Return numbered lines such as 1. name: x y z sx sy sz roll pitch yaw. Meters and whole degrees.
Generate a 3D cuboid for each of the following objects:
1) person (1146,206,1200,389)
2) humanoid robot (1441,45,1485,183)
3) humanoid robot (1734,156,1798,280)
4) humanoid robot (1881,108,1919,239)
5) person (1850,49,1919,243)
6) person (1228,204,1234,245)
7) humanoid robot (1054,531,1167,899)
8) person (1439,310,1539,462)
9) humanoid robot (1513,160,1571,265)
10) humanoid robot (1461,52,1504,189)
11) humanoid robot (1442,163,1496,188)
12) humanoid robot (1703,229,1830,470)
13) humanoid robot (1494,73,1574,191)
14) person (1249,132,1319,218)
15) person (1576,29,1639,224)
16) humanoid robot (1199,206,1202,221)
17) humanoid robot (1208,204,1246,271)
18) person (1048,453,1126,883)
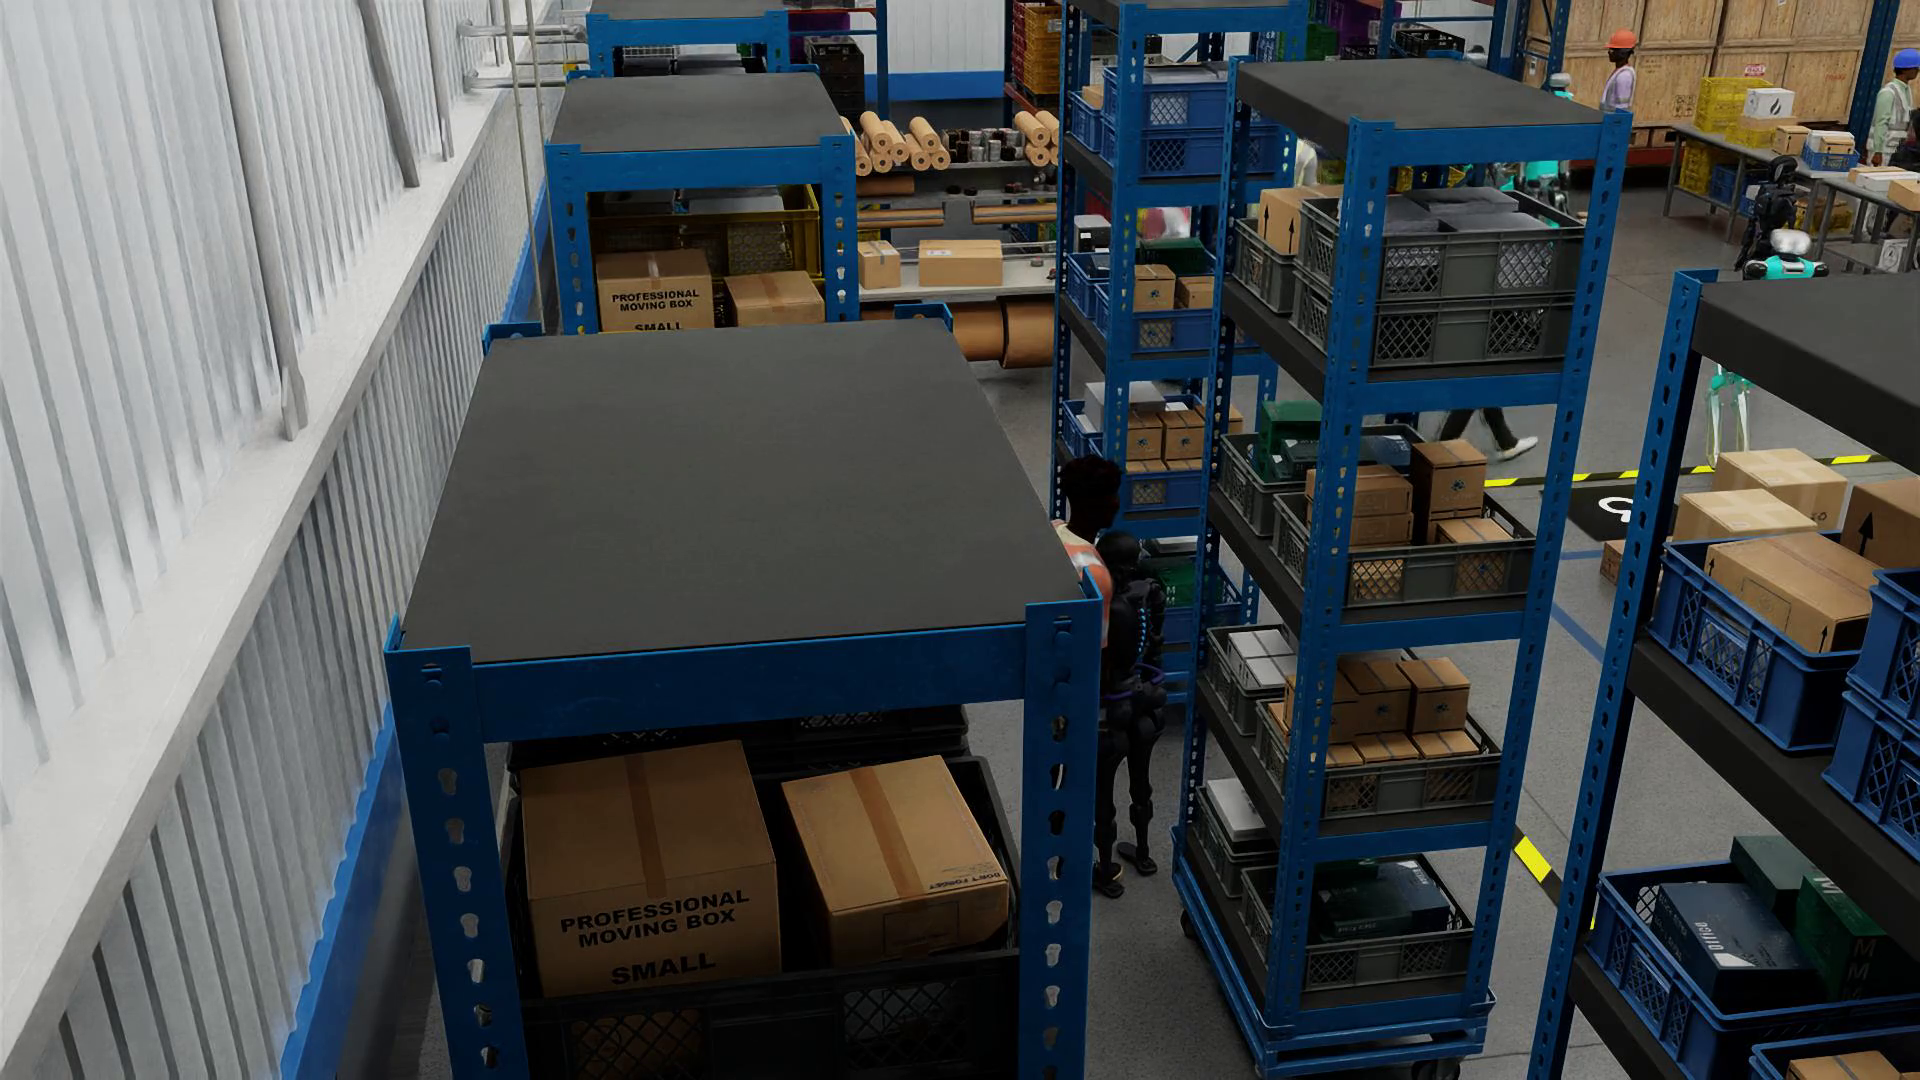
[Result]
1. person: 1.629 -2.148 13.145 0.714 1.794 0.674 20 31 37
2. humanoid robot: 5.850 -4.895 19.264 0.587 1.645 0.395 0 25 1
3. humanoid robot: 6.613 -2.317 13.631 0.315 1.657 0.599 -3 25 -7
4. humanoid robot: 9.800 -3.834 16.972 0.585 1.636 0.657 -3 25 -7
5. person: 9.503 -4.036 17.061 0.383 1.948 0.613 22 33 39
6. person: 2.619 -3.746 16.508 0.582 1.882 0.339 -2 25 -4
7. humanoid robot: 0.655 0.727 7.019 0.599 1.654 0.315 -19 31 -36
8. person: 3.671 -1.300 11.270 0.940 1.809 0.617 -5 25 -12
9. humanoid robot: 5.247 -2.843 14.846 0.550 1.867 0.766 -4 25 -9
10. humanoid robot: 5.640 -4.282 17.862 0.531 1.768 0.964 -10 27 -21
11. humanoid robot: 5.124 -3.773 16.800 0.599 1.655 0.315 3 25 6
12. humanoid robot: 5.346 -1.308 11.230 0.533 1.672 0.735 1 25 1
13. humanoid robot: 5.712 -3.861 16.826 0.765 1.692 0.530 6 25 12
14. person: 2.847 -2.921 14.839 0.788 1.794 0.531 10 27 21
15. person: 6.891 -4.359 17.655 0.372 2.043 0.610 7 26 14
16. humanoid robot: 2.628 -4.028 17.312 0.536 1.753 0.846 -6 25 -12
17. humanoid robot: 2.132 -2.391 13.808 0.616 1.642 0.509 17 30 32
18. person: 0.499 0.556 7.059 0.362 1.963 0.611 -8 26 -17
